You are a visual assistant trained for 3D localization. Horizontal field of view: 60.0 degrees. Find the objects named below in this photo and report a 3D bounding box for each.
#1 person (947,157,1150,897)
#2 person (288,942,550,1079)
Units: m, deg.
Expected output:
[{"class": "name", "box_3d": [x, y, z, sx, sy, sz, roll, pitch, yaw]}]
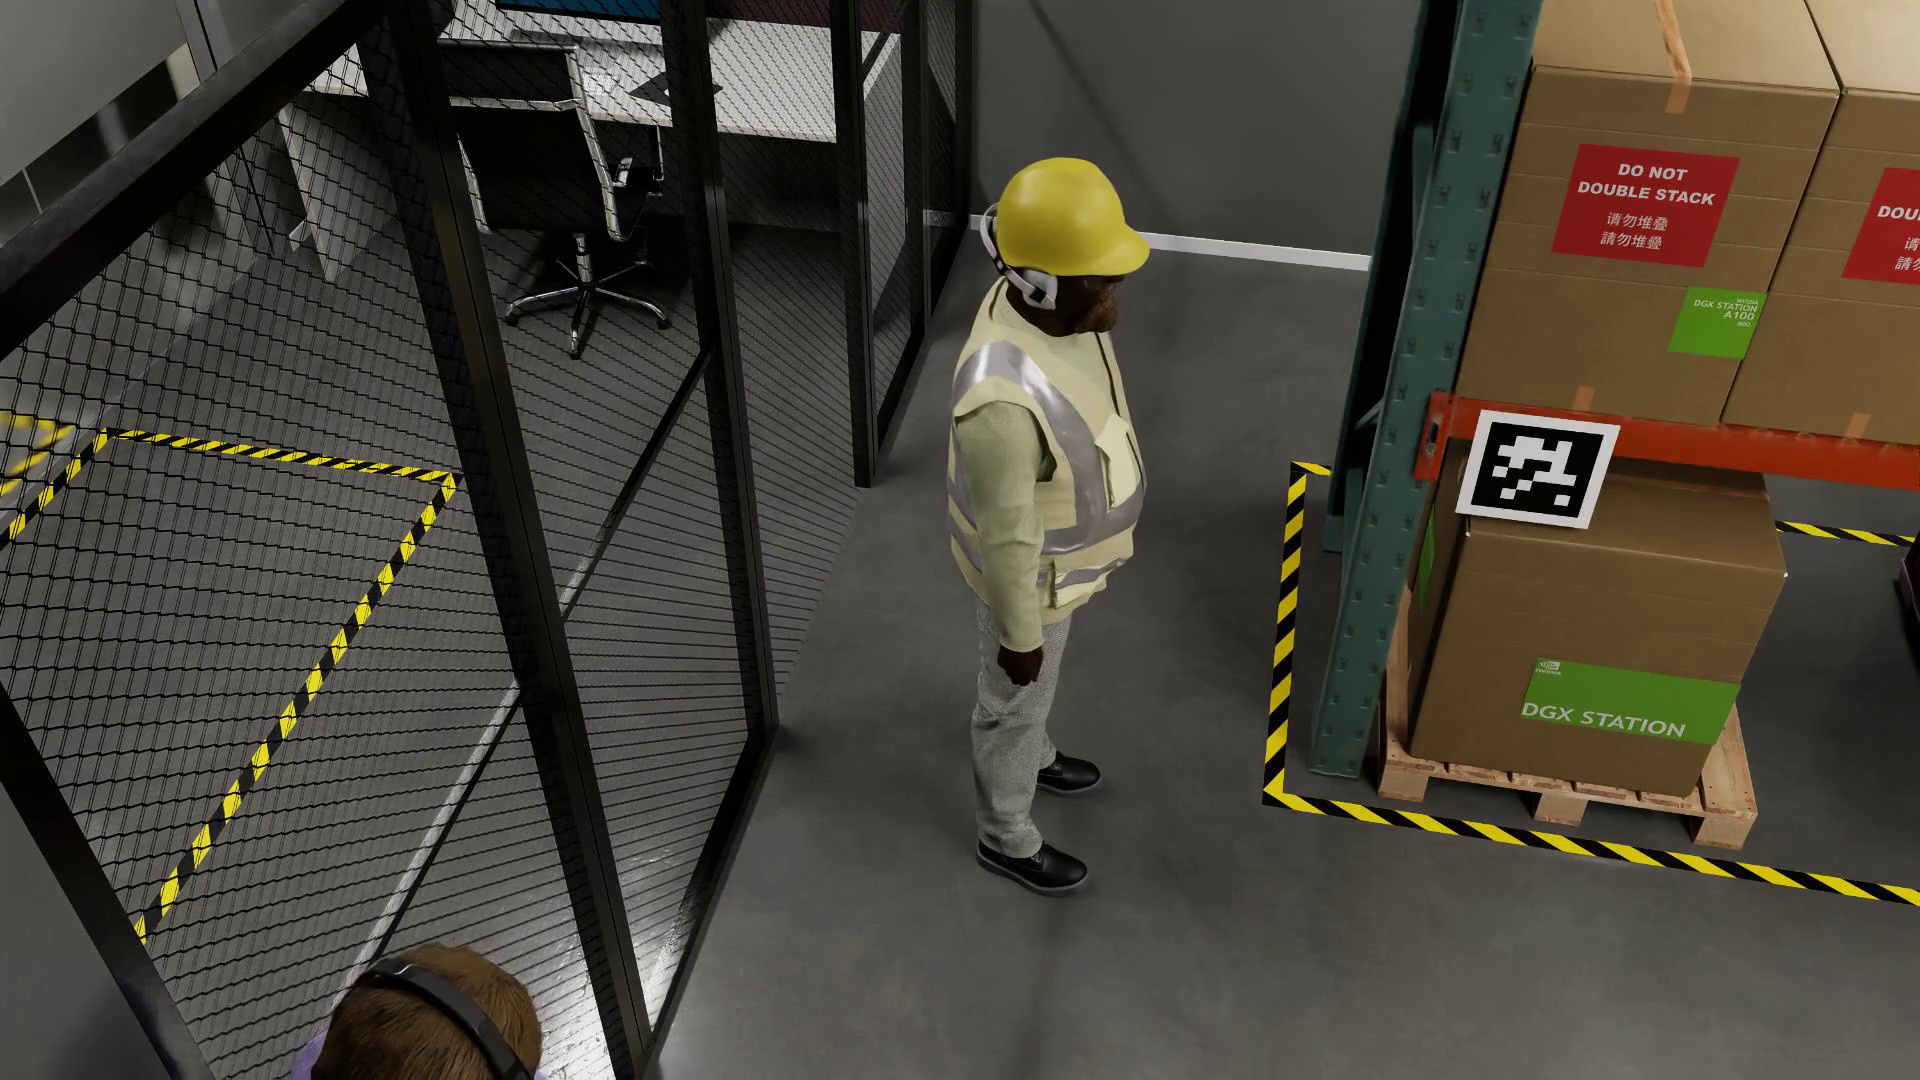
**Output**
[{"class": "person", "box_3d": [0.181, 0.016, 3.559, 0.403, 1.833, 0.591, 8, 42, 9]}, {"class": "person", "box_3d": [-0.524, 1.152, 2.172, 0.632, 1.940, 0.372, 19, 44, 20]}]
